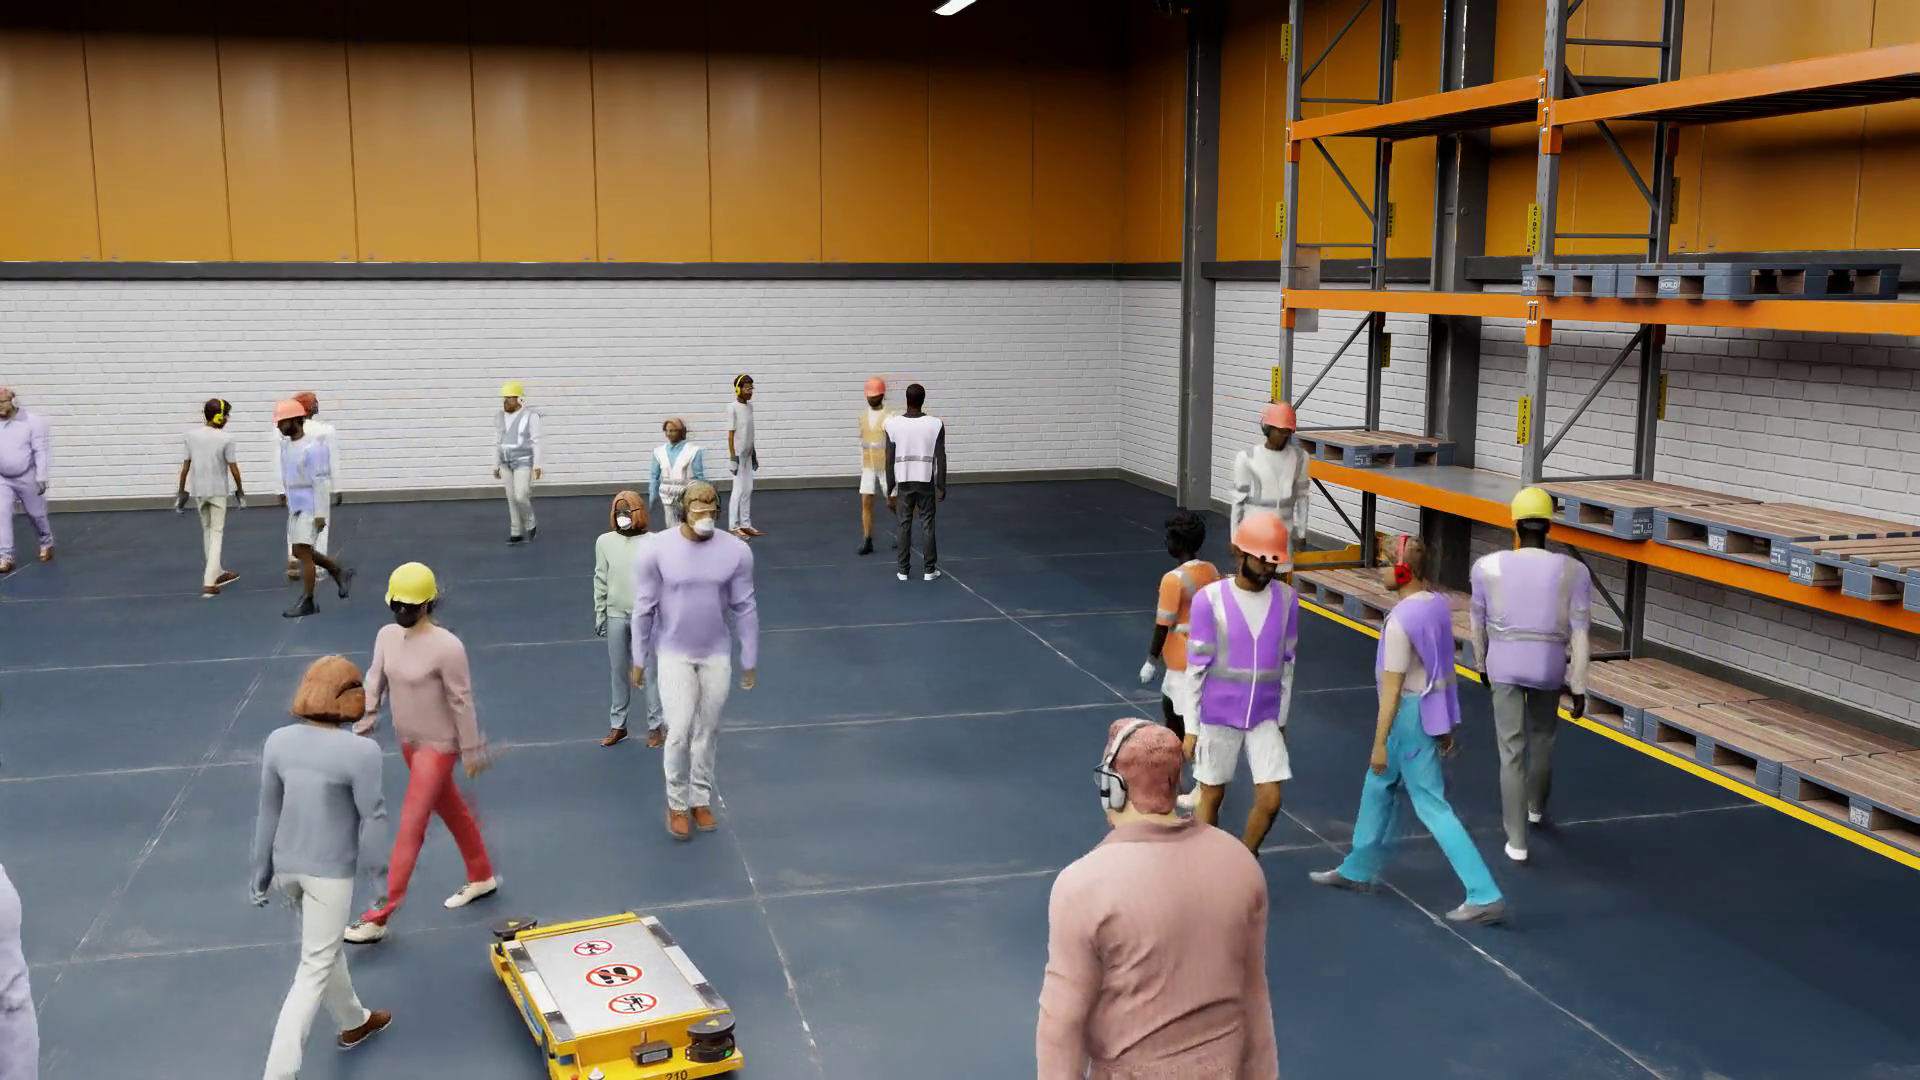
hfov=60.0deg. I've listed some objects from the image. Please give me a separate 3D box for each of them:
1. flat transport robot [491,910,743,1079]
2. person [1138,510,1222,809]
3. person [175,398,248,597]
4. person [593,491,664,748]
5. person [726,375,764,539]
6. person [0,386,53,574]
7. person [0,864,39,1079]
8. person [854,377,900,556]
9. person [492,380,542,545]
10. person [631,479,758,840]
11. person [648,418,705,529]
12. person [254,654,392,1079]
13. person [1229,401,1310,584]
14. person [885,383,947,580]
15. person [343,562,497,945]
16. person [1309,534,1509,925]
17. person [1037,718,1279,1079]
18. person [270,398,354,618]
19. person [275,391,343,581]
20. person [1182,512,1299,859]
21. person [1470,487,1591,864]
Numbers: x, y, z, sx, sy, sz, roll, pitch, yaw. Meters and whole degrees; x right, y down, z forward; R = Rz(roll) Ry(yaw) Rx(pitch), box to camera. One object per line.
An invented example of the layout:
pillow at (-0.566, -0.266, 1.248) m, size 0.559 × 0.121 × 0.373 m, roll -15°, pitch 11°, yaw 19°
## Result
flat transport robot at (-1.406, 1.795, 6.627) m, size 0.652 × 0.197 × 1.431 m, roll -4°, pitch 10°, yaw -26°
person at (1.184, 0.667, 9.289) m, size 0.665 × 1.675 × 0.540 m, roll 5°, pitch 11°, yaw 31°
person at (-6.986, -0.411, 15.566) m, size 0.594 × 1.821 × 0.801 m, roll 1°, pitch 9°, yaw 6°
person at (-2.064, 0.498, 10.482) m, size 0.500 × 1.633 × 0.279 m, roll 1°, pitch 9°, yaw 8°
person at (-2.444, -0.934, 18.750) m, size 0.330 × 1.855 × 0.522 m, roll 4°, pitch 10°, yaw 22°
person at (-9.570, -0.644, 16.912) m, size 0.641 × 1.866 × 0.947 m, roll -2°, pitch 9°, yaw -14°
person at (-2.634, 1.418, 4.120) m, size 0.648 × 1.830 × 0.539 m, roll -6°, pitch 11°, yaw -32°
person at (-0.821, -0.802, 17.814) m, size 0.563 × 1.912 × 0.842 m, roll 6°, pitch 11°, yaw 31°
person at (-4.872, -0.840, 18.238) m, size 0.617 × 1.822 × 0.426 m, roll 4°, pitch 10°, yaw 24°
person at (-1.380, 0.629, 8.765) m, size 0.653 × 1.915 × 0.579 m, roll -4°, pitch 10°, yaw -25°
person at (-2.709, -0.341, 15.741) m, size 0.548 × 1.614 × 0.685 m, roll 3°, pitch 9°, yaw 16°
person at (-2.359, 1.223, 6.117) m, size 0.514 × 1.583 × 0.807 m, roll 3°, pitch 10°, yaw 20°
person at (2.415, -0.114, 13.153) m, size 0.650 × 2.011 × 0.791 m, roll -2°, pitch 9°, yaw -10°
person at (-0.427, -0.560, 16.187) m, size 0.596 × 1.921 × 0.382 m, roll 1°, pitch 9°, yaw 4°
person at (-2.472, 0.933, 7.513) m, size 0.547 × 1.705 × 0.950 m, roll 7°, pitch 11°, yaw 37°
person at (2.132, 0.866, 7.722) m, size 0.967 × 1.794 × 0.572 m, roll 5°, pitch 11°, yaw 30°
person at (0.537, 1.412, 4.165) m, size 0.676 × 1.880 × 0.791 m, roll -6°, pitch 11°, yaw -33°
person at (-5.691, -0.300, 14.629) m, size 0.562 × 1.913 × 0.701 m, roll 7°, pitch 11°, yaw 36°
person at (-6.270, -0.501, 15.993) m, size 0.582 × 1.866 × 0.561 m, roll -1°, pitch 9°, yaw -7°
person at (1.278, 0.809, 7.659) m, size 0.593 × 1.908 × 0.497 m, roll -2°, pitch 9°, yaw -10°
person at (2.940, 0.665, 8.662) m, size 0.579 × 1.877 × 0.940 m, roll 2°, pitch 9°, yaw 13°
